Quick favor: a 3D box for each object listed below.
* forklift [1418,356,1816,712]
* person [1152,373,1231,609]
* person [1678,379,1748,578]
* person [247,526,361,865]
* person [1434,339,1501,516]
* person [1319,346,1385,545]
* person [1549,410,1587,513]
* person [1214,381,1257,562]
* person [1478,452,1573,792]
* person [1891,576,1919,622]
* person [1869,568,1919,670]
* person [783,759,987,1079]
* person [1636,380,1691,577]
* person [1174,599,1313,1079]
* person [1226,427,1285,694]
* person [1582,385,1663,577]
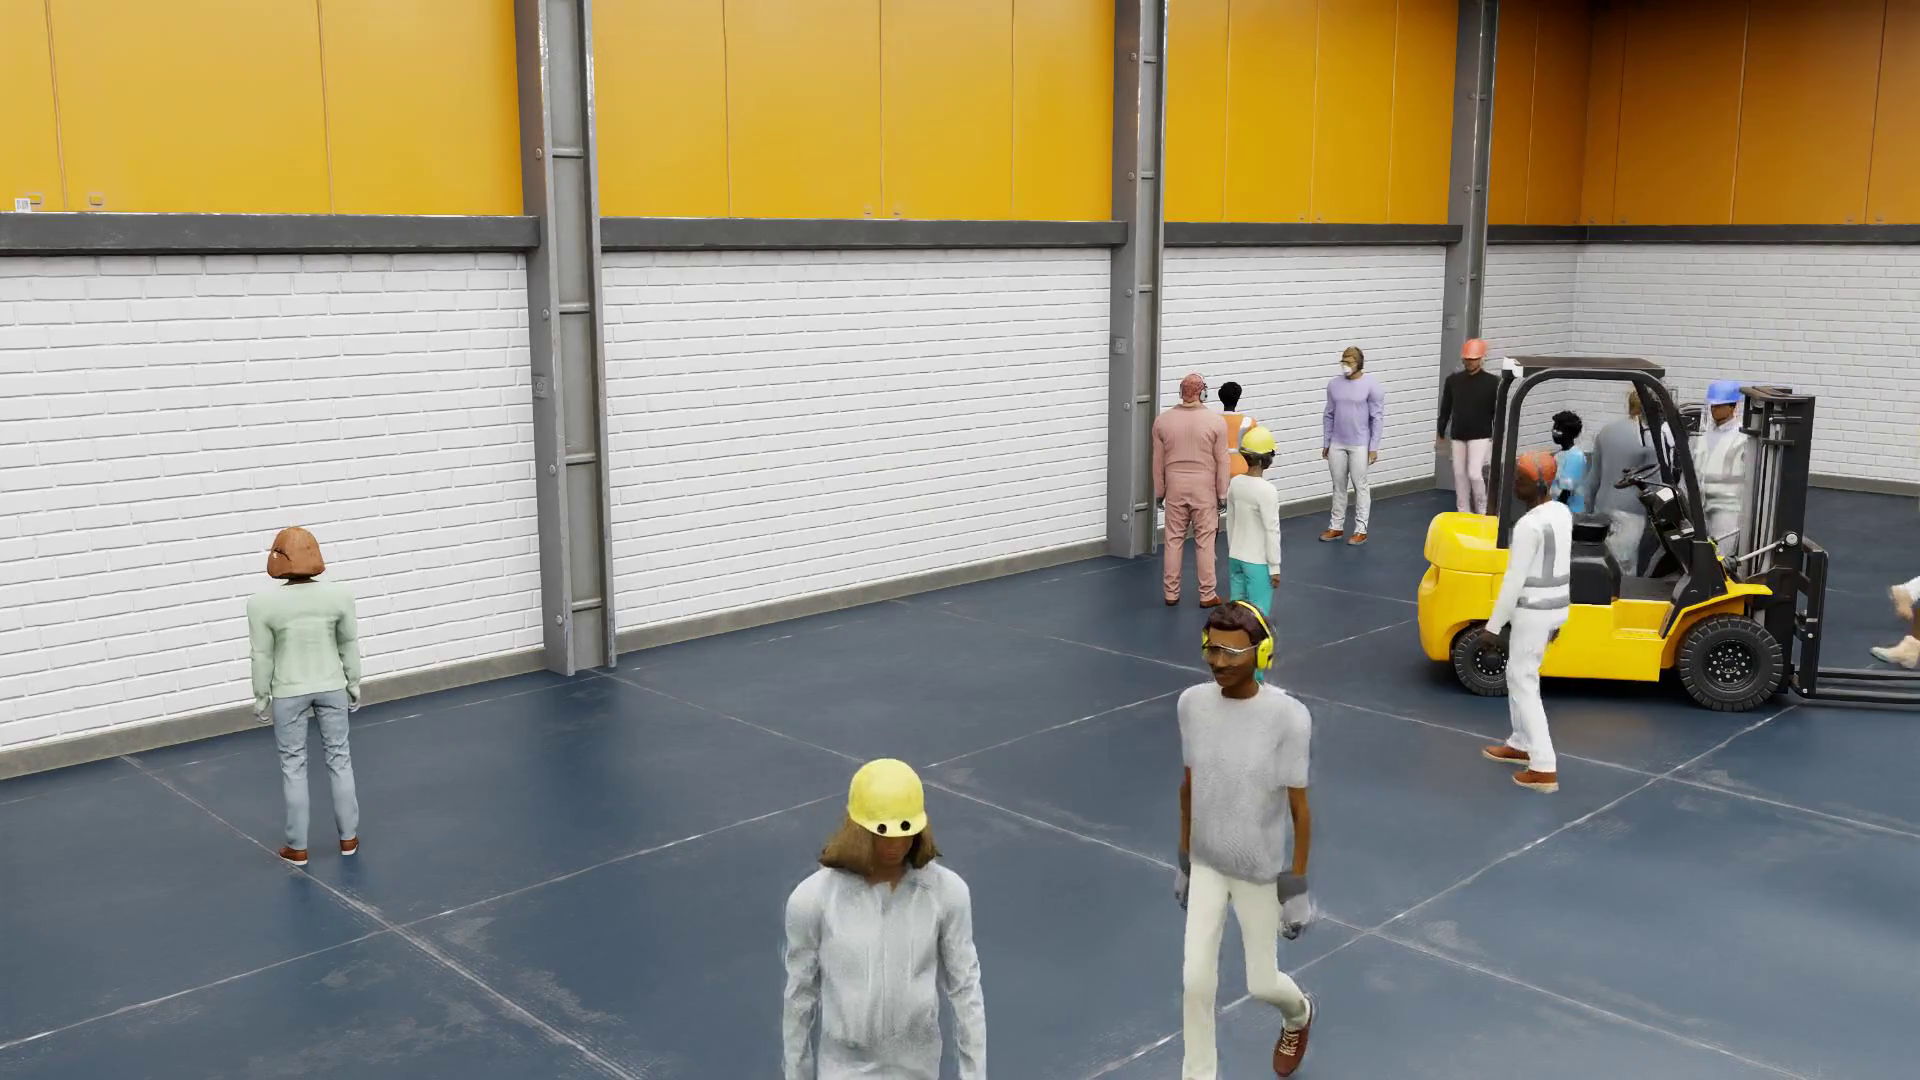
[{"bbox_3d":[4.276,-0.101,11.076,2.313,2.155,1.214,2,11,13],"label":"forklift"},{"bbox_3d":[1.882,-0.397,13.475,0.638,1.909,0.408,5,11,24],"label":"person"},{"bbox_3d":[5.774,-0.269,12.695,0.415,1.932,0.626,-5,11,-24],"label":"person"},{"bbox_3d":[-3.135,0.743,7.998,0.506,1.635,0.278,-7,12,-33],"label":"person"},{"bbox_3d":[5.137,-1.046,16.821,0.632,1.972,0.433,10,14,42],"label":"person"},{"bbox_3d":[3.817,-0.923,16.258,0.357,1.937,0.638,-10,14,-44],"label":"person"},{"bbox_3d":[4.802,-0.202,13.103,0.838,1.656,0.526,0,10,0],"label":"person"},{"bbox_3d":[2.448,-0.600,15.190,0.532,1.690,0.320,4,11,22],"label":"person"},{"bbox_3d":[3.139,0.431,9.169,0.608,1.836,0.602,9,13,39],"label":"person"},{"bbox_3d":[7.536,-0.203,12.644,0.667,1.819,0.626,2,11,10],"label":"person"},{"bbox_3d":[6.804,-0.063,11.408,0.984,1.984,0.763,0,10,-1],"label":"person"},{"bbox_3d":[-0.176,1.386,4.308,0.503,1.686,0.906,-4,11,-19],"label":"person"},{"bbox_3d":[5.453,-0.341,13.224,0.806,1.882,0.624,-4,11,-20],"label":"person"},{"bbox_3d":[0.970,1.083,5.590,0.518,1.846,0.801,8,13,36],"label":"person"},{"bbox_3d":[1.938,0.140,10.921,0.300,1.772,0.532,-5,11,-23],"label":"person"},{"bbox_3d":[5.082,-0.210,12.485,0.948,1.893,0.656,-4,11,-19],"label":"person"}]
